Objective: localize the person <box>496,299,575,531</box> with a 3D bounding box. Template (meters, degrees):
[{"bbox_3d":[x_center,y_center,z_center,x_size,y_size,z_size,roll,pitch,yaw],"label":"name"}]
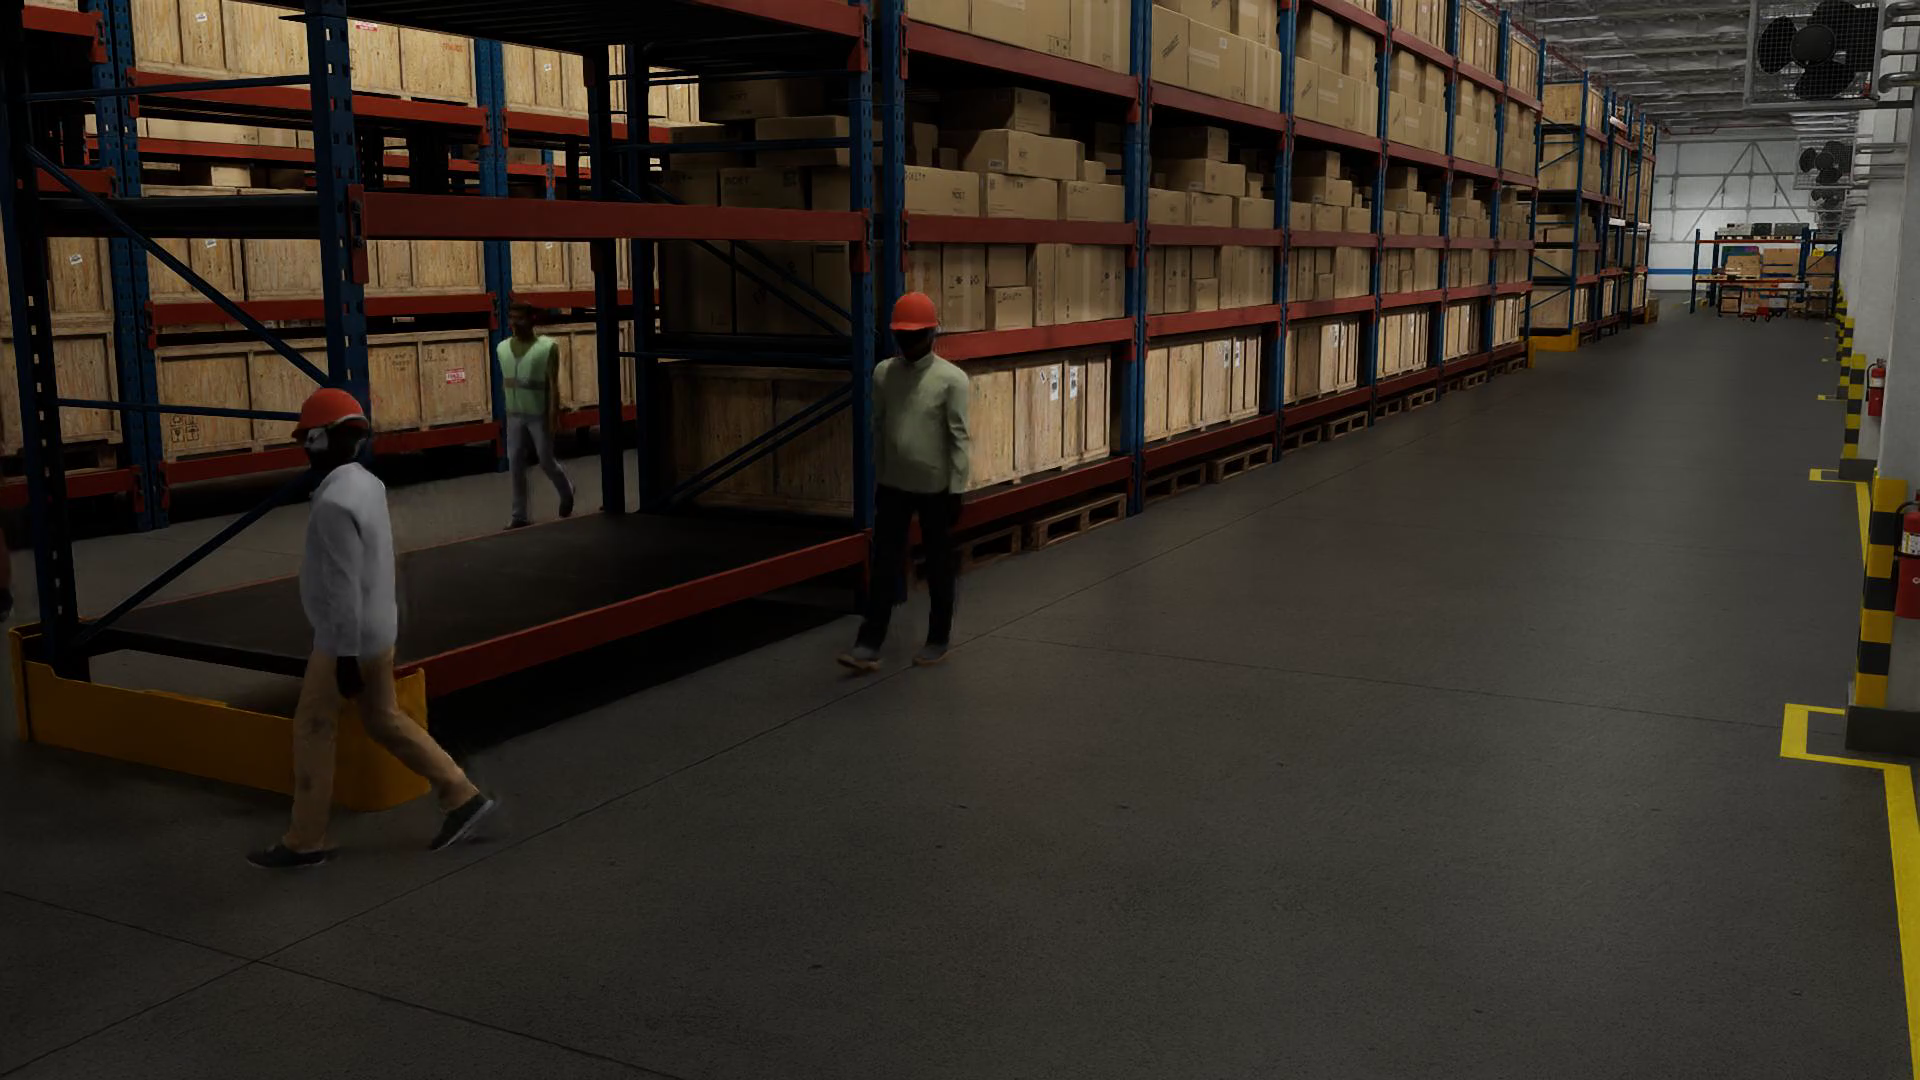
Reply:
[{"bbox_3d":[-3.377,-0.999,13.192,0.582,1.823,0.789,3,10,18],"label":"person"}]

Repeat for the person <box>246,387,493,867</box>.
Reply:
[{"bbox_3d":[-2.126,0.307,5.948,0.802,1.710,0.571,-1,10,-6],"label":"person"}]

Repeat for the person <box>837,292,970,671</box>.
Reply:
[{"bbox_3d":[-0.275,-0.274,8.557,0.650,1.965,0.809,6,11,30],"label":"person"}]

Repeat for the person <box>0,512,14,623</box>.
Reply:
[{"bbox_3d":[-4.100,0.157,6.439,1.038,1.846,0.649,5,11,28],"label":"person"}]
